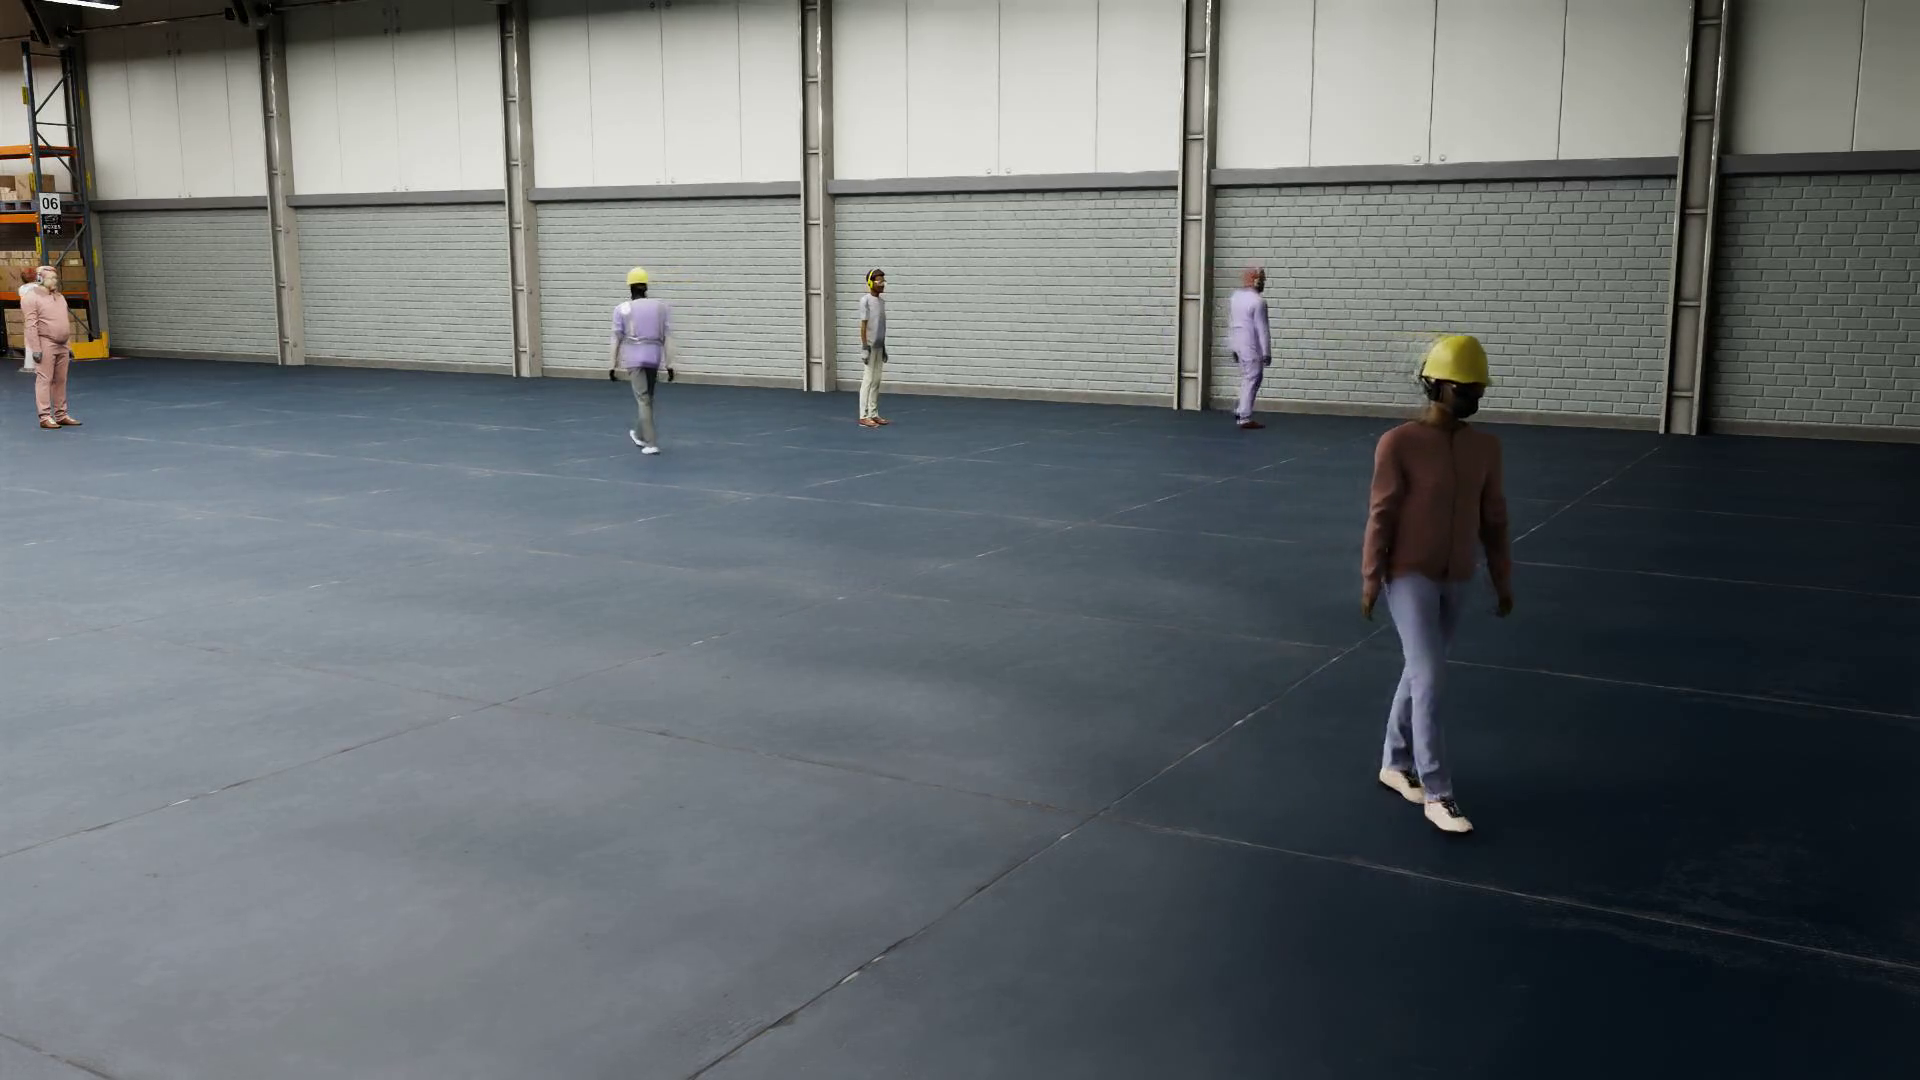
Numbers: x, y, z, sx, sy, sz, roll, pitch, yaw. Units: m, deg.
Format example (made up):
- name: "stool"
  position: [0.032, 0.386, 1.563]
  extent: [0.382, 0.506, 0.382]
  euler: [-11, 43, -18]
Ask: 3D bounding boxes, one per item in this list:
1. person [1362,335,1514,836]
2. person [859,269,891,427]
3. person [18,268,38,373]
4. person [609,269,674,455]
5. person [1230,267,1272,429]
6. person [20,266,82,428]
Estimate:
- name: "person"
  position: [1.740, 0.153, 5.901]
  extent: [0.543, 1.732, 0.798]
  euler: [-4, 10, -22]
- name: "person"
  position: [-1.015, -2.285, 19.817]
  extent: [0.317, 1.870, 0.523]
  euler: [5, 11, 26]
- name: "person"
  position: [-15.983, -3.801, 28.879]
  extent: [0.840, 1.830, 0.594]
  euler: [4, 10, 20]
- name: "person"
  position: [-3.331, -1.842, 17.168]
  extent: [0.617, 1.880, 0.945]
  euler: [-7, 12, -34]
- name: "person"
  position: [3.451, -2.241, 19.501]
  extent: [0.449, 1.887, 0.670]
  euler: [-3, 10, -18]
- name: "person"
  position: [-10.732, -2.278, 19.664]
  extent: [0.411, 1.911, 0.643]
  euler: [2, 10, 9]
